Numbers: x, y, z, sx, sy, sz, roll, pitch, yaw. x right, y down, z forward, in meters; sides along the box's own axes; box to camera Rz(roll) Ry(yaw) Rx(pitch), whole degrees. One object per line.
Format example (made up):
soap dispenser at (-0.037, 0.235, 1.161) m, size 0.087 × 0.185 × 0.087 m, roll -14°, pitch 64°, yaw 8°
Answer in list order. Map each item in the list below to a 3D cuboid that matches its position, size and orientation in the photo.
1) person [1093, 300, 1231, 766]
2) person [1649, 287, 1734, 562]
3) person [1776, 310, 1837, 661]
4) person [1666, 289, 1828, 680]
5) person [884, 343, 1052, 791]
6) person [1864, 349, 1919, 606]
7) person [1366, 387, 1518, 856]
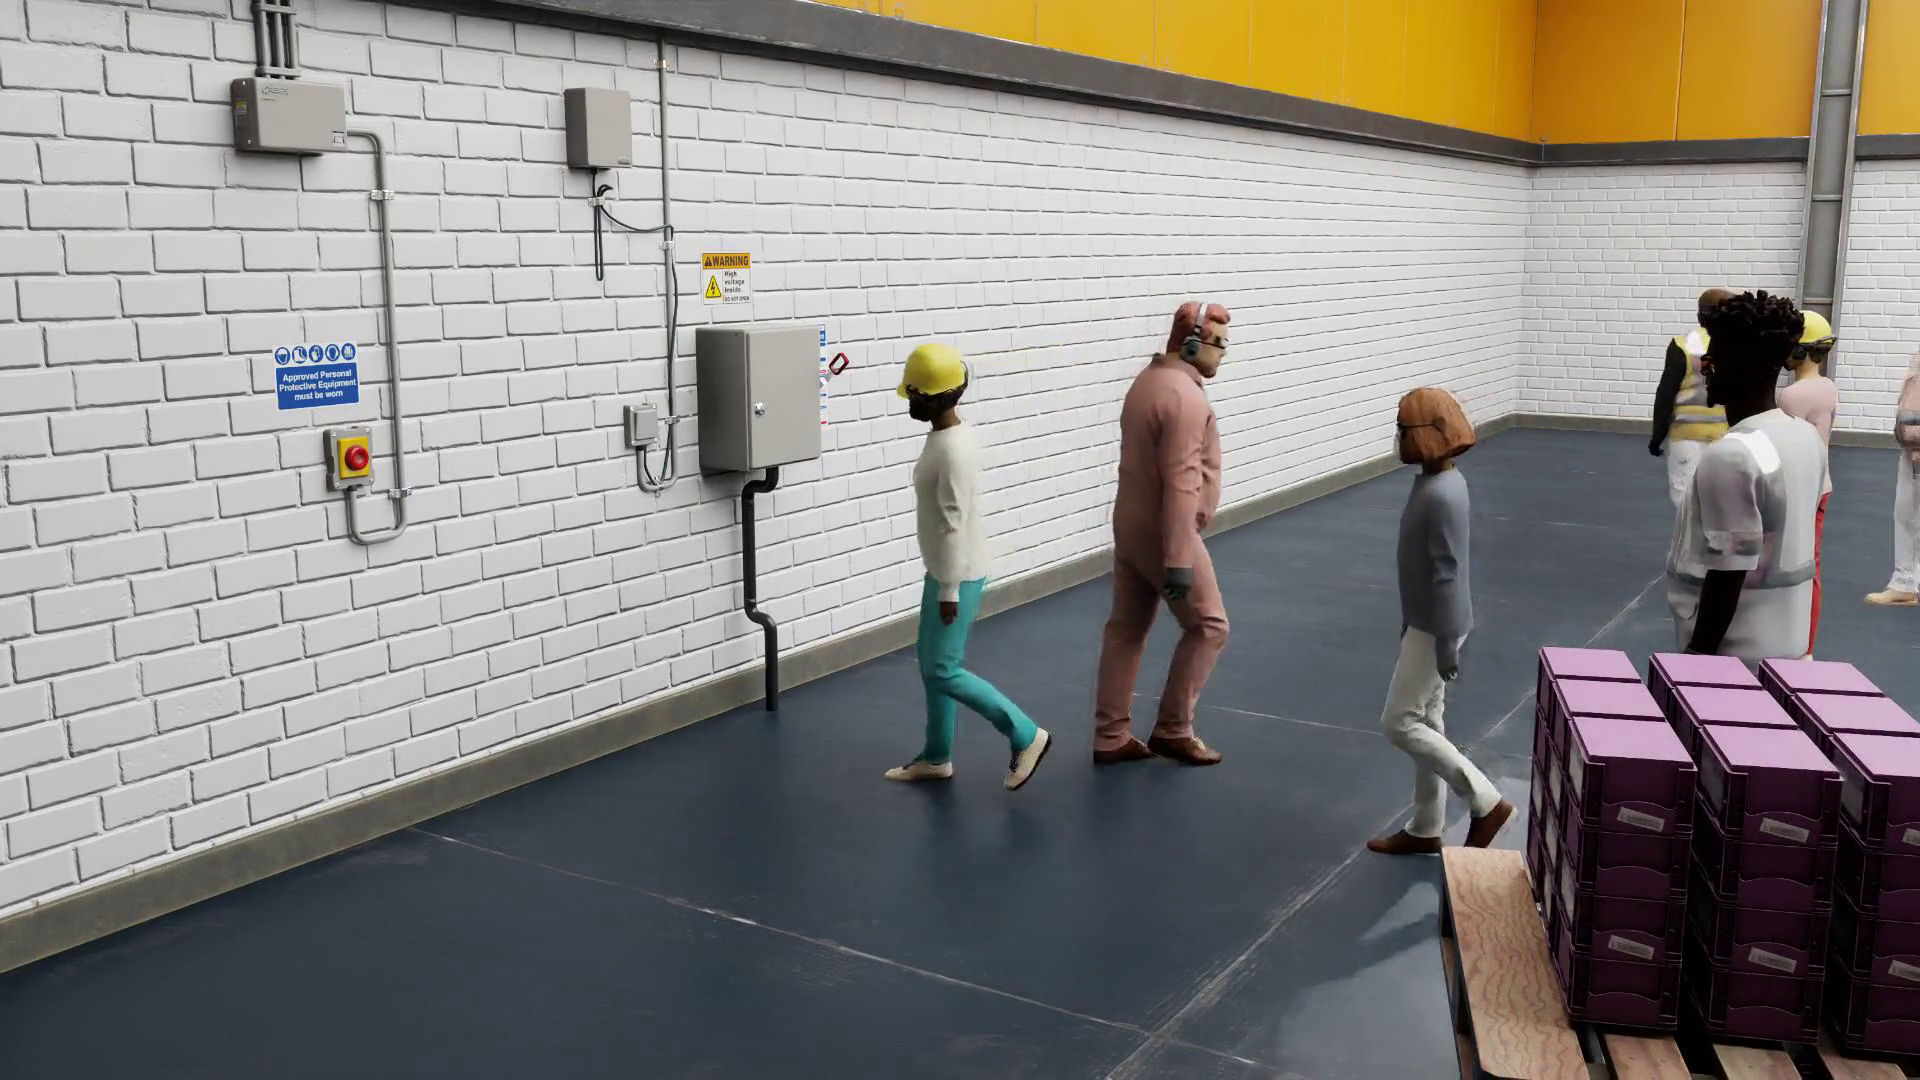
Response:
person at (0.831, -0.002, 6.555) m, size 0.642 × 1.862 × 0.757 m, roll -2°, pitch 11°, yaw -13°
person at (4.667, -0.661, 10.366) m, size 0.630 × 1.815 × 0.806 m, roll -2°, pitch 10°, yaw -10°
person at (4.006, -0.212, 8.008) m, size 0.315 × 1.768 × 0.526 m, roll 10°, pitch 14°, yaw 44°
person at (2.159, 0.292, 4.654) m, size 0.368 × 1.966 × 0.603 m, roll 10°, pitch 14°, yaw 43°
person at (0.023, 0.121, 6.250) m, size 0.555 × 1.740 × 0.633 m, roll -1°, pitch 10°, yaw -4°
person at (5.604, -0.494, 9.418) m, size 0.650 × 1.822 × 0.633 m, roll 1°, pitch 10°, yaw 6°
person at (1.597, 0.304, 5.544) m, size 0.413 × 1.624 × 0.501 m, roll 2°, pitch 10°, yaw 12°
